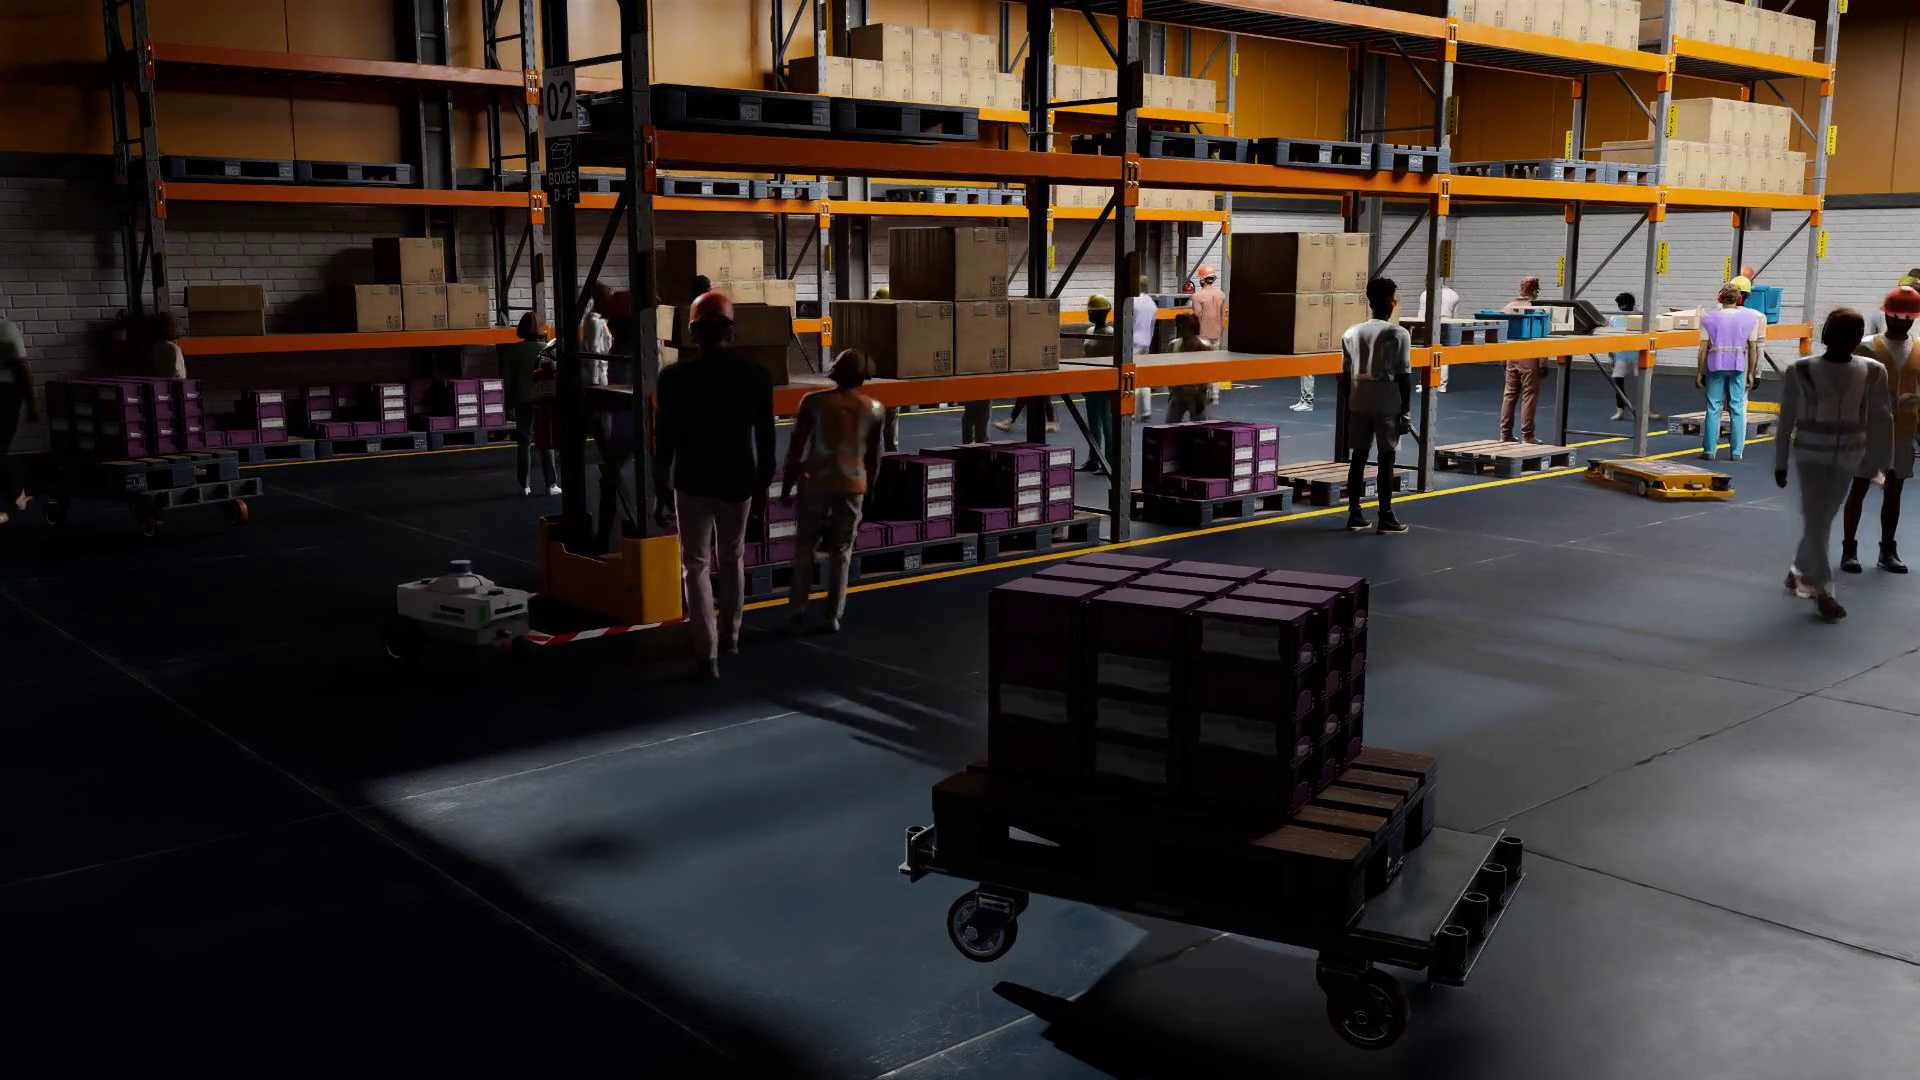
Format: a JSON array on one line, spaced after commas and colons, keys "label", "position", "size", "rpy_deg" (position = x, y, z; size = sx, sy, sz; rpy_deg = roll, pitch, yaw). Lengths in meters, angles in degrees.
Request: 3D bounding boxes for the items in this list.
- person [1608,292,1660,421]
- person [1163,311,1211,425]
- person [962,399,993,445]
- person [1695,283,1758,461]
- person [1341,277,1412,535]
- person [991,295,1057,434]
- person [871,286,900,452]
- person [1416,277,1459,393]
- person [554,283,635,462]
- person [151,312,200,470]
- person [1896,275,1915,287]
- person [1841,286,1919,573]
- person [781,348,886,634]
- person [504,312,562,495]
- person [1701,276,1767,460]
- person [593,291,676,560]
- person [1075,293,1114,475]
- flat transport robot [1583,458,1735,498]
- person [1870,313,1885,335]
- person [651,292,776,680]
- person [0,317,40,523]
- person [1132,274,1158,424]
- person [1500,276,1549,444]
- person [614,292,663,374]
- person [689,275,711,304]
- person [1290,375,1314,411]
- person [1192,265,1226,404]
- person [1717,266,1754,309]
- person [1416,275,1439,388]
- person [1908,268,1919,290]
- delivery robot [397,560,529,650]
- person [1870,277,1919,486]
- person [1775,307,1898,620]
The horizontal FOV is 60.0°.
[{"label": "person", "position": [8.670, -2.350, 21.414], "size": [0.676, 1.663, 0.404], "rpy_deg": [5, 11, 26]}, {"label": "person", "position": [2.012, -1.268, 15.179], "size": [0.700, 1.609, 0.546], "rpy_deg": [-8, 13, -41]}, {"label": "person", "position": [0.203, -1.618, 16.623], "size": [0.404, 1.832, 0.600], "rpy_deg": [-5, 11, -28]}, {"label": "person", "position": [7.934, -1.732, 17.246], "size": [0.564, 1.846, 0.390], "rpy_deg": [3, 10, 15]}, {"label": "person", "position": [3.198, -1.022, 12.741], "size": [0.367, 1.966, 0.607], "rpy_deg": [-9, 13, -42]}, {"label": "person", "position": [0.777, -2.083, 19.829], "size": [0.863, 1.652, 0.552], "rpy_deg": [-1, 10, -8]}, {"label": "person", "position": [-0.738, -1.617, 16.628], "size": [0.404, 1.828, 0.587], "rpy_deg": [-8, 13, -41]}, {"label": "person", "position": [7.397, -3.222, 25.843], "size": [0.648, 1.898, 0.398], "rpy_deg": [-2, 10, -9]}, {"label": "person", "position": [-3.809, -1.698, 17.017], "size": [0.826, 1.859, 0.636], "rpy_deg": [-2, 10, -12]}, {"label": "person", "position": [-7.447, -1.327, 15.575], "size": [0.504, 1.612, 0.704], "rpy_deg": [9, 13, 44]}, {"label": "person", "position": [14.990, -3.295, 26.446], "size": [0.599, 1.827, 0.404], "rpy_deg": [-2, 10, -14]}, {"label": "person", "position": [6.224, -0.731, 11.155], "size": [0.543, 1.927, 0.375], "rpy_deg": [1, 10, 8]}, {"label": "person", "position": [-0.710, -0.271, 9.418], "size": [0.596, 1.602, 0.364], "rpy_deg": [-1, 10, -9]}, {"label": "person", "position": [-3.782, -1.205, 14.783], "size": [0.507, 1.632, 0.272], "rpy_deg": [0, 10, 1]}, {"label": "person", "position": [8.058, -1.784, 17.358], "size": [0.587, 1.920, 0.383], "rpy_deg": [3, 10, 19]}, {"label": "person", "position": [-2.243, -0.782, 11.570], "size": [0.976, 1.895, 0.559], "rpy_deg": [-9, 13, -42]}, {"label": "person", "position": [1.345, -1.518, 16.231], "size": [0.311, 1.769, 0.522], "rpy_deg": [-5, 11, -29]}, {"label": "flat transport robot", "position": [6.306, -0.572, 15.060], "size": [0.652, 0.197, 1.431], "rpy_deg": [-1, 10, -8]}, {"label": "person", "position": [12.855, -2.592, 23.004], "size": [0.839, 1.582, 0.524], "rpy_deg": [-8, 13, -41]}, {"label": "person", "position": [-1.282, -0.292, 8.568], "size": [0.659, 1.946, 0.869], "rpy_deg": [-4, 10, -21]}, {"label": "person", "position": [-7.732, -1.169, 13.384], "size": [0.703, 2.000, 0.974], "rpy_deg": [1, 10, 7]}, {"label": "person", "position": [2.215, -2.412, 21.130], "size": [0.370, 1.899, 0.768], "rpy_deg": [9, 14, 44]}, {"label": "person", "position": [6.405, -2.023, 18.821], "size": [0.402, 1.899, 0.635], "rpy_deg": [-6, 11, -30]}, {"label": "person", "position": [-3.498, -1.884, 18.310], "size": [0.659, 1.795, 0.548], "rpy_deg": [-6, 11, -30]}, {"label": "person", "position": [-2.766, -1.857, 17.765], "size": [0.587, 1.920, 0.392], "rpy_deg": [6, 12, 33]}, {"label": "person", "position": [4.744, -2.652, 22.955], "size": [0.304, 1.739, 0.485], "rpy_deg": [1, 10, 3]}, {"label": "person", "position": [3.525, -2.923, 23.789], "size": [0.611, 1.995, 0.375], "rpy_deg": [-7, 12, -36]}, {"label": "person", "position": [10.522, -2.696, 22.484], "size": [0.611, 1.985, 0.393], "rpy_deg": [0, 10, 2]}, {"label": "person", "position": [7.598, -3.380, 26.830], "size": [0.513, 1.872, 0.331], "rpy_deg": [-9, 13, -41]}, {"label": "person", "position": [15.089, -3.339, 26.399], "size": [0.629, 1.936, 0.372], "rpy_deg": [6, 11, 32]}, {"label": "delivery robot", "position": [-2.567, 0.346, 8.582], "size": [0.707, 0.478, 0.477], "rpy_deg": [6, 12, 33]}, {"label": "person", "position": [8.738, -1.488, 15.378], "size": [0.709, 2.001, 0.572], "rpy_deg": [0, 10, 0]}, {"label": "person", "position": [5.219, -0.476, 9.993], "size": [0.583, 1.842, 1.002], "rpy_deg": [1, 10, 8]}]
